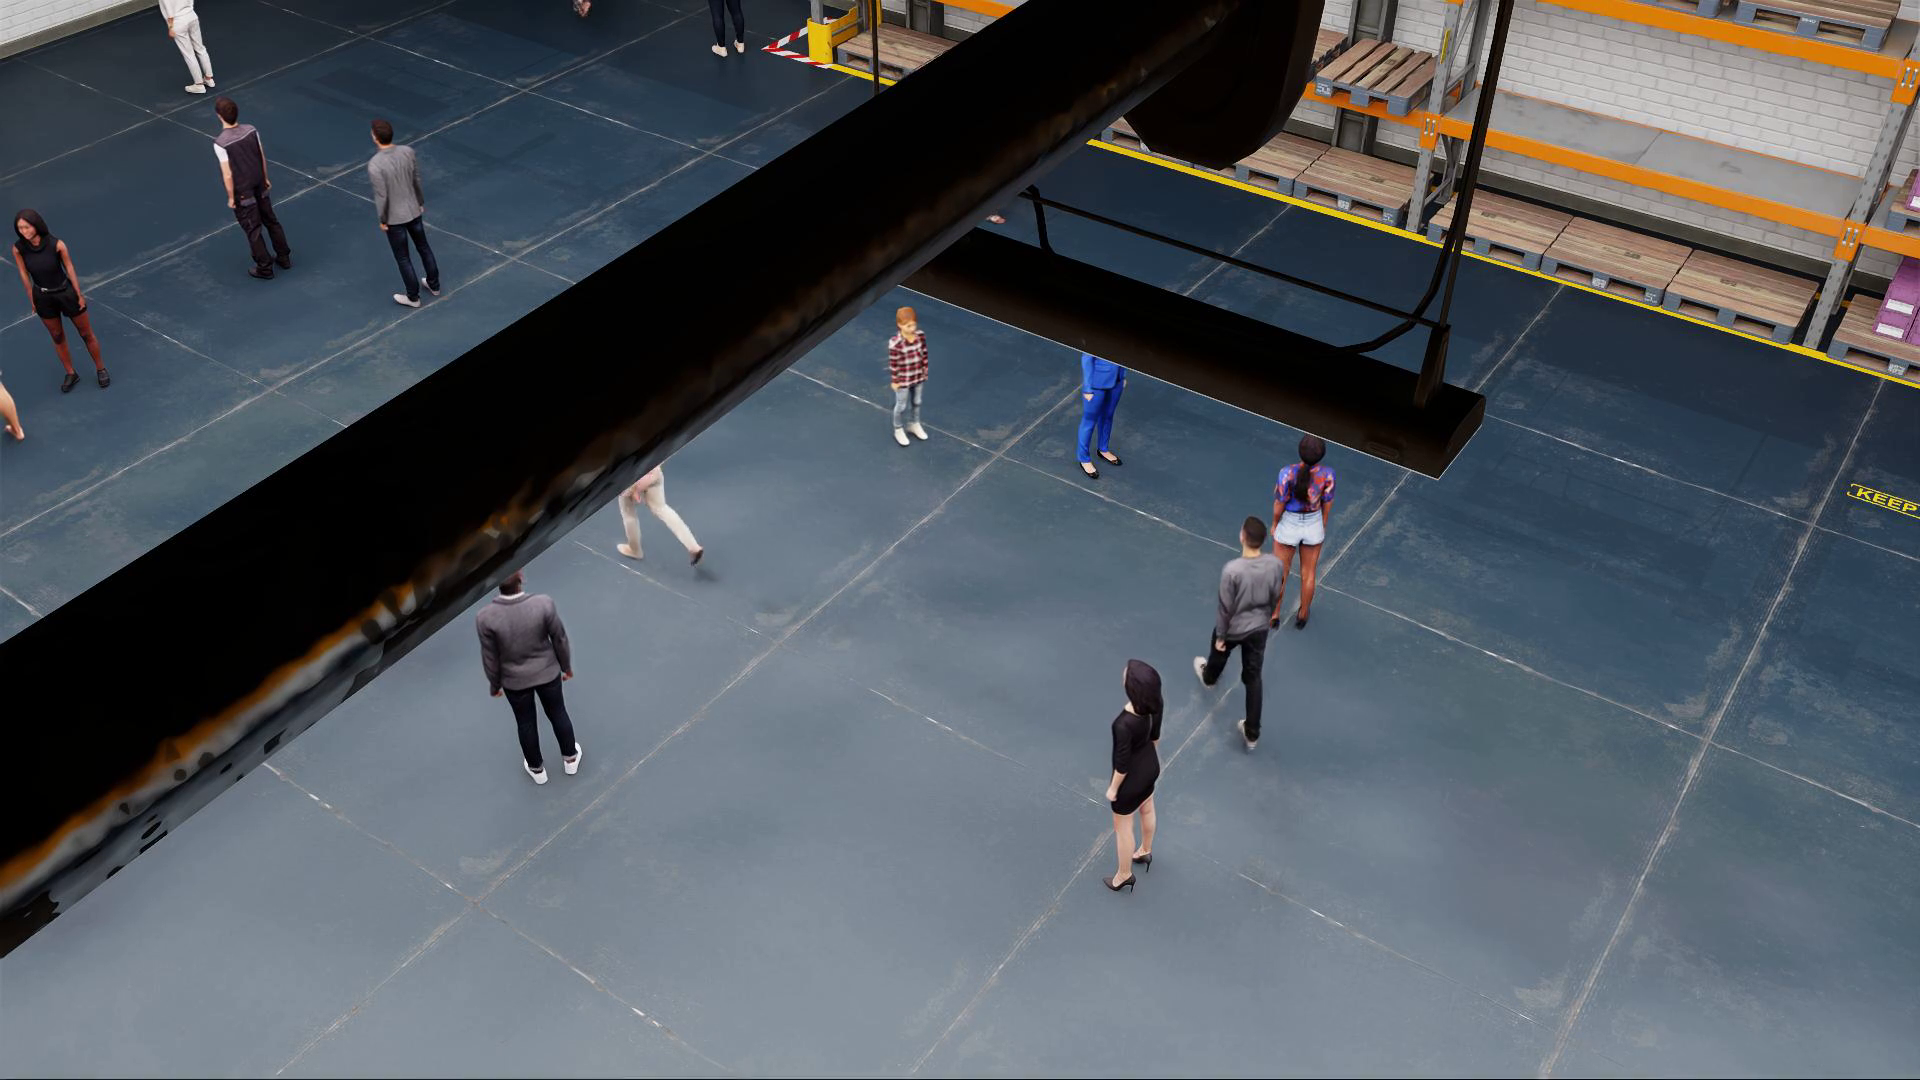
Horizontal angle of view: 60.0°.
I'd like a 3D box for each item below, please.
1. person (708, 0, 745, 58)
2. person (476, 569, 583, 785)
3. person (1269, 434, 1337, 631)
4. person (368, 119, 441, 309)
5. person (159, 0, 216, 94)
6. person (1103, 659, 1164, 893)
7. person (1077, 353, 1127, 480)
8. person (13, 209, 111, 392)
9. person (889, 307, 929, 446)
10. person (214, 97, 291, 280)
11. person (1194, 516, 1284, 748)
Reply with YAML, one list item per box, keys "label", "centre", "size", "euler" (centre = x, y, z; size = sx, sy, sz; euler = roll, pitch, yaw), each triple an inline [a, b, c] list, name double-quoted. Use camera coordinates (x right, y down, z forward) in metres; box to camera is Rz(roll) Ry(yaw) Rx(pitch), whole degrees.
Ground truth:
- label: "person"
  centre: [-2.943, -6.936, 20.668]
  size: [0.738, 1.809, 0.750]
  euler: [-19, 42, -22]
- label: "person"
  centre: [-2.808, 0.883, 10.875]
  size: [0.796, 1.813, 0.814]
  euler: [-12, 40, -14]
- label: "person"
  centre: [2.474, -0.068, 12.122]
  size: [0.625, 1.742, 0.727]
  euler: [2, 39, 2]
- label: "person"
  centre: [-5.314, -3.120, 15.838]
  size: [0.575, 1.874, 0.665]
  euler: [23, 44, 26]
- label: "person"
  centre: [-9.259, -6.183, 19.822]
  size: [0.629, 1.688, 0.654]
  euler: [12, 40, 15]
- label: "person"
  centre: [1.063, 1.453, 10.169]
  size: [0.532, 1.802, 0.624]
  euler: [29, 47, 31]
- label: "person"
  centre: [1.167, -1.319, 13.721]
  size: [0.667, 1.701, 0.631]
  euler: [-29, 47, -31]
- label: "person"
  centre: [-7.969, -2.125, 14.699]
  size: [0.668, 1.740, 0.710]
  euler: [-9, 39, -11]
- label: "person"
  centre: [-0.439, -1.421, 14.167]
  size: [0.586, 1.305, 0.598]
  euler: [-23, 44, -26]
- label: "person"
  centre: [-6.954, -3.448, 16.269]
  size: [0.588, 1.849, 0.665]
  euler: [20, 43, 23]
- label: "person"
  centre: [1.949, 0.649, 11.245]
  size: [1.099, 1.715, 1.204]
  euler: [-9, 39, -11]
